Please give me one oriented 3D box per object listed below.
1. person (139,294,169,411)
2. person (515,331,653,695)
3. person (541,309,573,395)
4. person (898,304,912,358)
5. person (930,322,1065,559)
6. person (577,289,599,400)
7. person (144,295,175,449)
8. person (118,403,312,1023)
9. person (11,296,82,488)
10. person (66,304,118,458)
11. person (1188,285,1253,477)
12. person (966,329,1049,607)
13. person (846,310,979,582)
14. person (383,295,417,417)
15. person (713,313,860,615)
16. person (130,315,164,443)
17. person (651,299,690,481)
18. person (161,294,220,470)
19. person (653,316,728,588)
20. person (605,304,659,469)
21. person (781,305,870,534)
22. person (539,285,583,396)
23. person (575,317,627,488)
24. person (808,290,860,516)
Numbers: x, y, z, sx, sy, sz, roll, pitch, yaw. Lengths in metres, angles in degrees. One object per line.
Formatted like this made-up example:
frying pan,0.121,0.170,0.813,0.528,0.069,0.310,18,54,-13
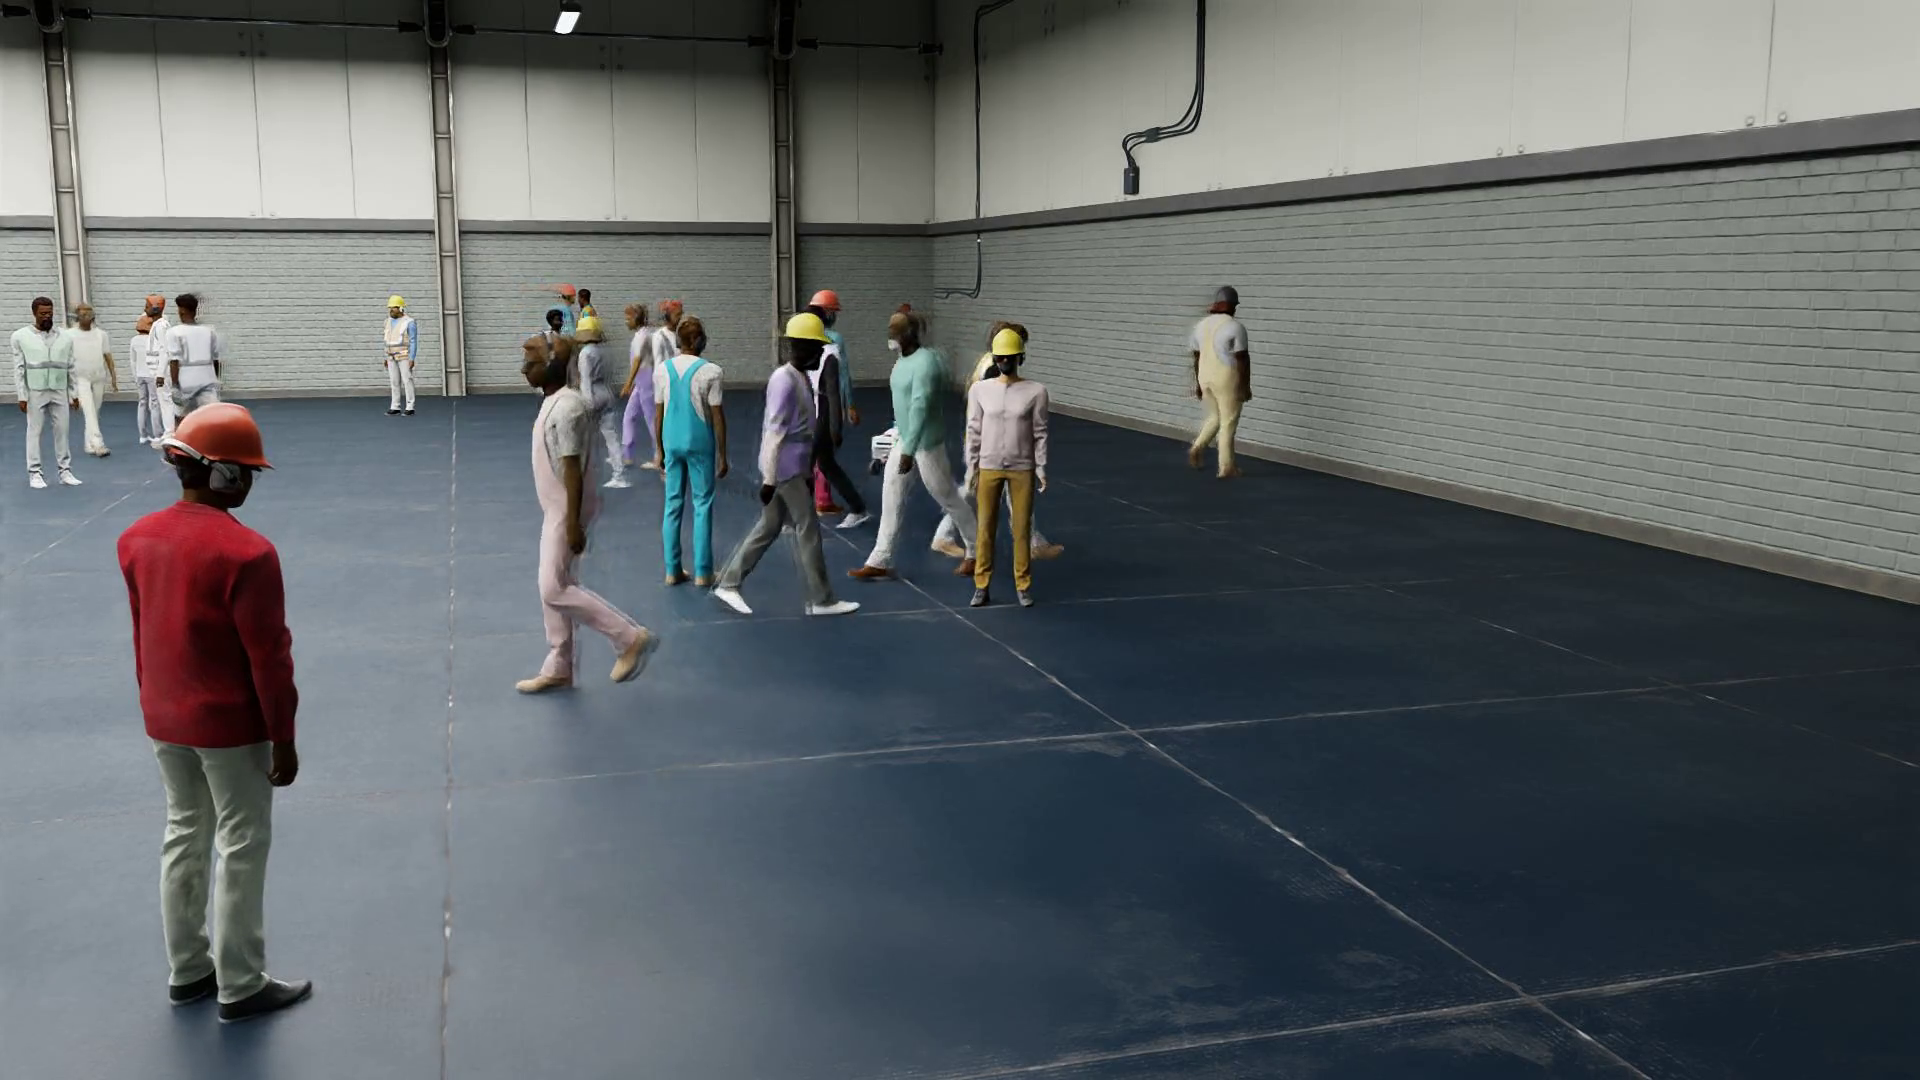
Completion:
person,-12.674,-2.953,26.267,0.514,1.844,0.328,1,9,7
person,-1.919,-0.125,8.295,0.574,1.828,0.520,-3,9,-18
person,-5.238,-2.144,21.578,0.317,1.695,0.540,5,10,29
person,-1.004,-3.495,30.396,0.281,1.634,0.498,-2,9,-11
person,0.243,-0.726,12.319,0.994,1.772,0.693,-1,9,-7
person,-6.338,-3.335,28.472,0.373,1.917,0.595,-1,9,-6
person,-9.817,-2.057,20.436,0.353,1.883,0.577,-4,10,-27
person,-2.070,0.484,4.684,0.578,1.737,0.355,4,10,26
person,-9.145,-1.475,16.652,0.396,1.910,0.586,7,11,39
person,-10.183,-1.864,19.492,0.530,1.793,0.954,-9,12,-44
person,2.793,-1.681,17.534,0.562,2.000,0.693,-6,11,-33
person,0.297,-0.448,10.536,0.523,1.769,0.323,1,9,4
person,-0.249,-0.643,11.471,1.059,1.885,0.643,-4,10,-25
person,-8.515,-2.785,25.238,0.590,1.833,0.404,4,10,22
person,-1.113,-0.454,10.244,0.909,1.884,0.587,0,9,-2
person,-10.272,-2.035,21.084,0.502,1.632,0.279,3,10,21
person,-2.939,-1.526,17.067,0.425,1.871,0.602,4,10,22
person,-8.312,-1.689,17.979,0.998,1.910,0.621,7,11,37
person,-1.811,-0.589,11.233,0.512,1.835,0.359,2,9,14
person,-3.563,-1.654,18.107,0.800,1.805,0.510,-2,9,-14
person,-1.158,-0.991,13.686,0.941,1.884,0.603,-3,9,-20
person,-6.963,-3.505,29.368,1.066,1.994,0.618,-2,9,-13
person,-3.715,-1.369,16.624,0.897,1.690,0.498,3,10,21
person,-1.196,-1.210,14.712,0.432,1.981,0.708,-8,12,-41
